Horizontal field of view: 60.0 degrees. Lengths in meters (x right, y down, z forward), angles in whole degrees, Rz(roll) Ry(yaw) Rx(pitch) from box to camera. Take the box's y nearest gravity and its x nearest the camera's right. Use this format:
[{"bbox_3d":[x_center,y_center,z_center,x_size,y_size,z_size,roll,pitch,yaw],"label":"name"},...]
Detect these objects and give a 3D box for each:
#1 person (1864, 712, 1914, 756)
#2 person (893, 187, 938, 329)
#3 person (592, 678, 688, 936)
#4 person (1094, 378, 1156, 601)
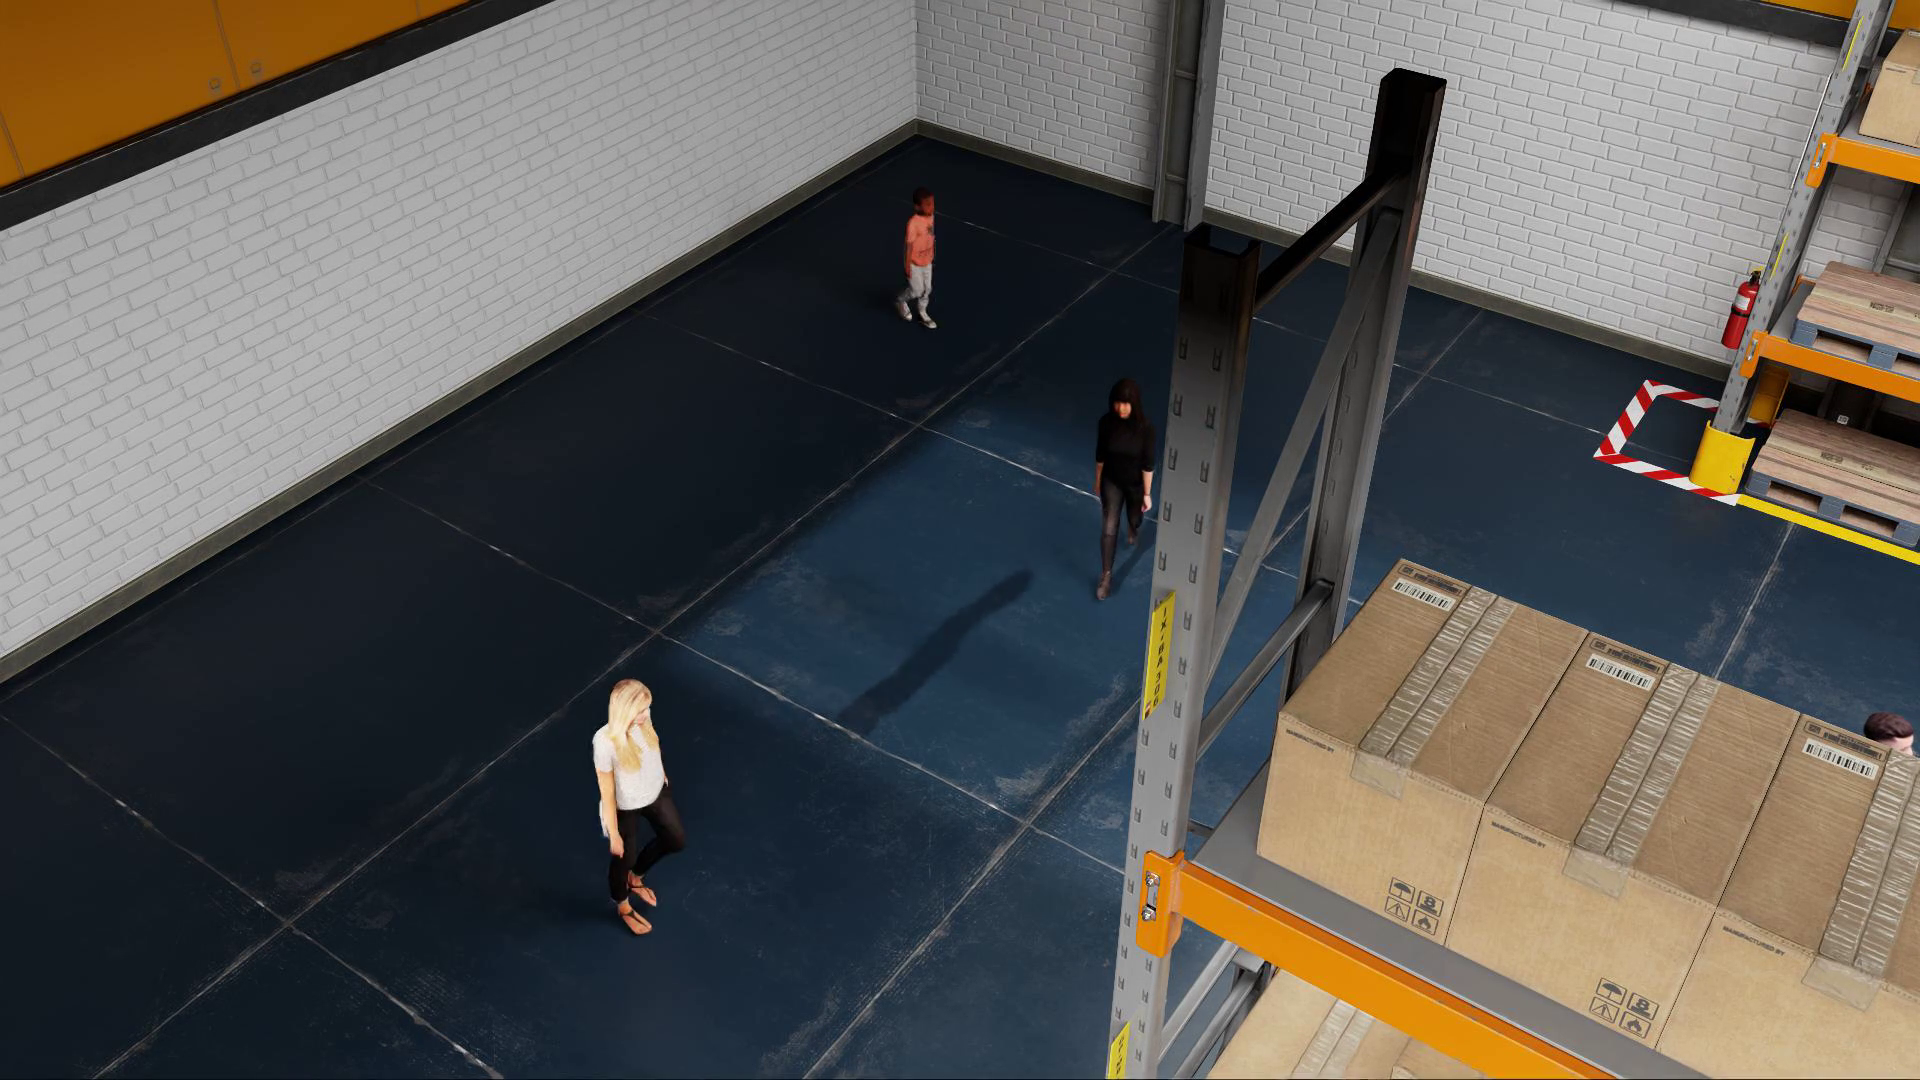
[{"bbox_3d":[4.507,1.555,8.614,0.538,1.838,0.656,25,45,28],"label":"person"},{"bbox_3d":[-0.392,-2.383,13.981,0.681,1.294,0.558,27,46,30],"label":"person"},{"bbox_3d":[-1.805,1.378,8.864,0.705,1.803,0.778,20,43,23],"label":"person"},{"bbox_3d":[1.140,-0.425,11.270,1.026,1.617,0.892,8,39,9],"label":"person"}]
